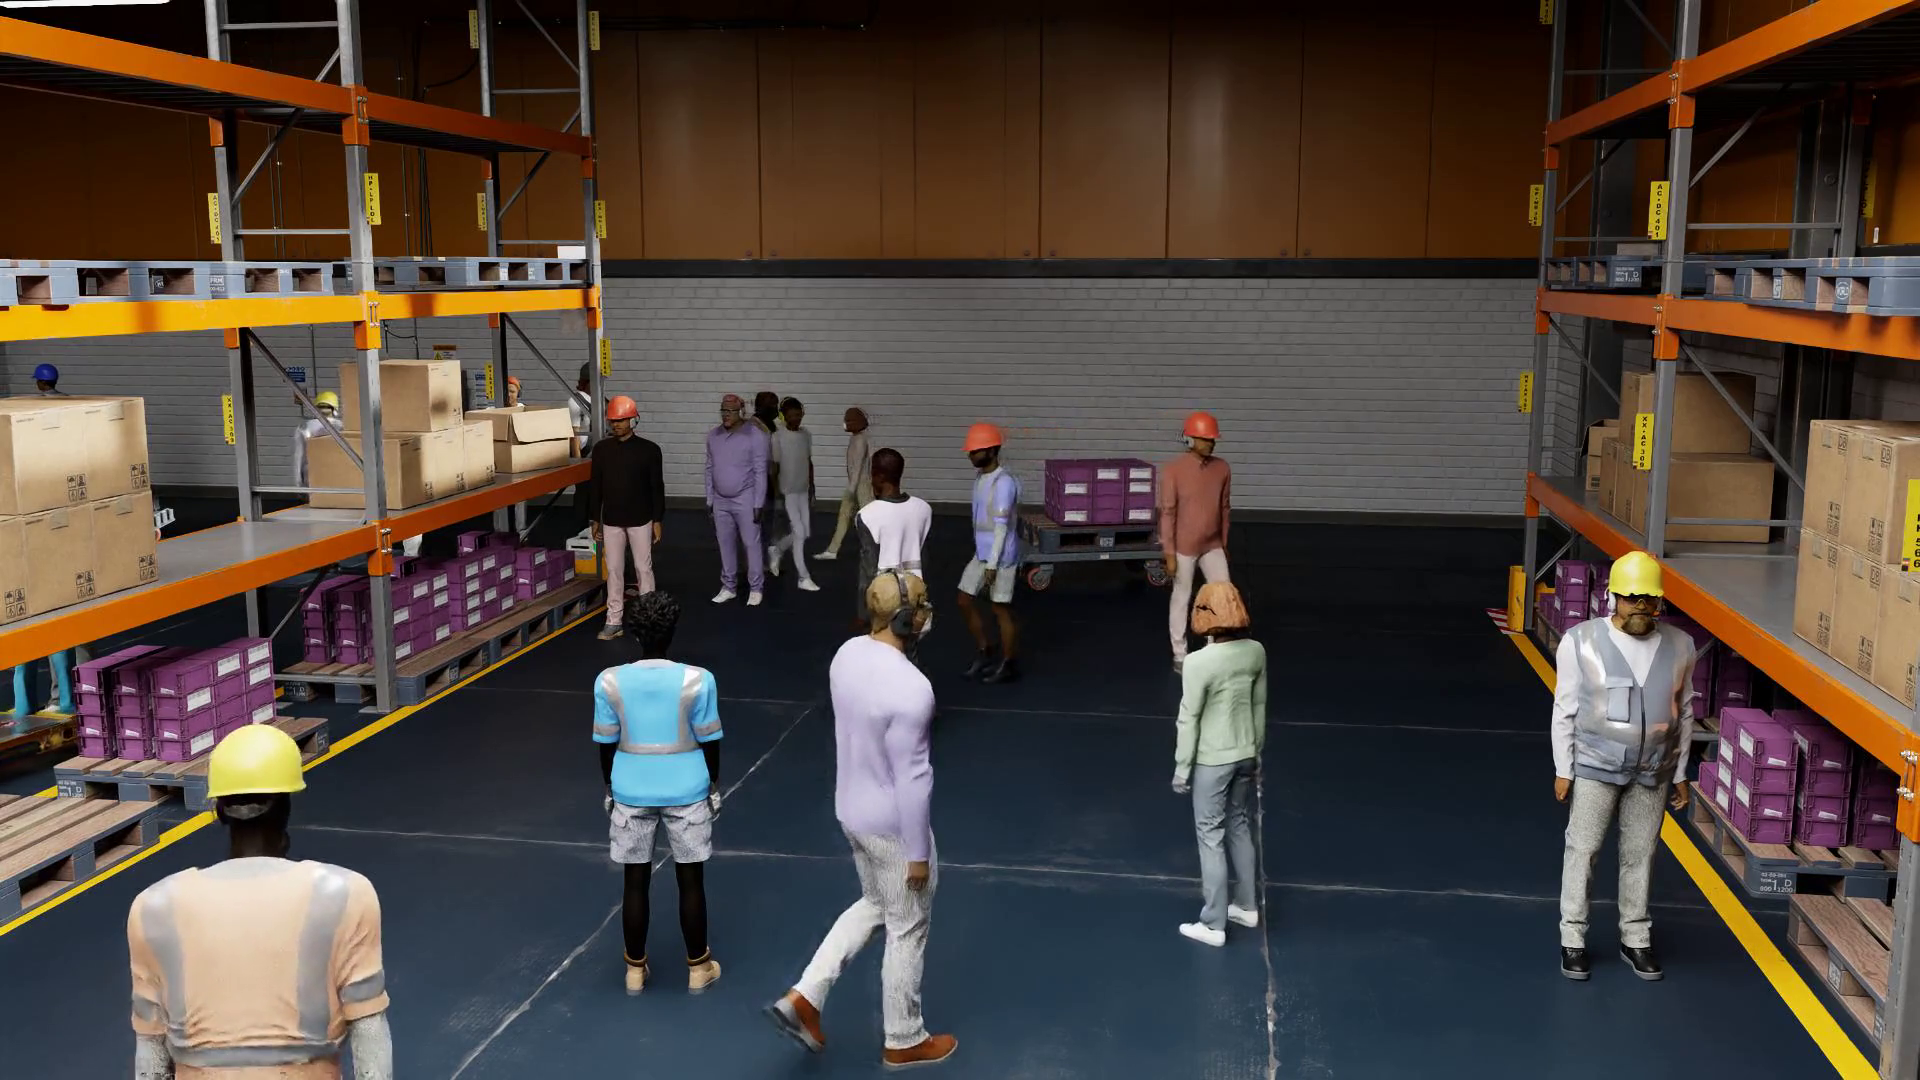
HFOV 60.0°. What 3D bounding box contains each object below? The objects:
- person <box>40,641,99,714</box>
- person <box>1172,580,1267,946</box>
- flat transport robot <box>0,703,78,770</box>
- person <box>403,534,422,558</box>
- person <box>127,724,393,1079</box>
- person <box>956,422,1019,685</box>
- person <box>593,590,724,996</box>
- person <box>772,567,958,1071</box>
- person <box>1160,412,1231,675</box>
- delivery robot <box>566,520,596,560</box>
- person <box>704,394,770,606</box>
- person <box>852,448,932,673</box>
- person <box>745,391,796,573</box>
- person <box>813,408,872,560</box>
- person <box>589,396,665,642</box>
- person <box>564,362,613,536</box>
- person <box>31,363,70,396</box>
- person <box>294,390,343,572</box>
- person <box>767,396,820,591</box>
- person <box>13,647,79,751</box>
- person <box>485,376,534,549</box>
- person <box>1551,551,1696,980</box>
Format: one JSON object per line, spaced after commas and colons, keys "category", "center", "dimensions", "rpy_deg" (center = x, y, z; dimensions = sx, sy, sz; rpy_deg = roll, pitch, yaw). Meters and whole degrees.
{"category": "person", "center": [-5.941, 0.269, 10.939], "dimensions": [0.591, 1.925, 0.385], "rpy_deg": [4, 10, 23]}
{"category": "person", "center": [1.158, 0.987, 7.435], "dimensions": [0.506, 1.625, 0.292], "rpy_deg": [-8, 12, -40]}
{"category": "flat transport robot", "center": [-5.917, 1.253, 9.963], "dimensions": [0.652, 0.197, 1.431], "rpy_deg": [3, 10, 18]}
{"category": "person", "center": [-5.470, -0.561, 16.317], "dimensions": [0.429, 1.842, 0.634], "rpy_deg": [-4, 10, -22]}
{"category": "person", "center": [-1.682, 1.418, 3.985], "dimensions": [0.598, 1.895, 0.735], "rpy_deg": [-1, 9, -7]}
{"category": "person", "center": [0.190, 0.114, 11.938], "dimensions": [0.562, 1.912, 0.568], "rpy_deg": [-4, 10, -25]}
{"category": "person", "center": [-1.231, 1.047, 6.856], "dimensions": [0.532, 1.695, 0.319], "rpy_deg": [0, 9, 1]}
{"category": "person", "center": [-0.329, 1.051, 6.117], "dimensions": [0.601, 1.925, 0.639], "rpy_deg": [-5, 11, -30]}
{"category": "person", "center": [1.765, 0.062, 12.056], "dimensions": [0.659, 1.972, 0.706], "rpy_deg": [-4, 10, -25]}
{"category": "delivery robot", "center": [-3.565, 0.044, 16.256], "dimensions": [0.477, 0.478, 0.707], "rpy_deg": [2, 9, 11]}
{"category": "person", "center": [-2.015, -0.355, 14.874], "dimensions": [0.645, 1.900, 0.398], "rpy_deg": [4, 10, 24]}
{"category": "person", "center": [-0.410, 0.391, 10.214], "dimensions": [0.378, 1.916, 0.598], "rpy_deg": [8, 12, 41]}
{"category": "person", "center": [-1.867, -0.554, 16.353], "dimensions": [0.637, 1.815, 0.628], "rpy_deg": [3, 10, 20]}
{"category": "person", "center": [-1.072, -0.568, 17.145], "dimensions": [0.835, 1.587, 0.513], "rpy_deg": [-2, 9, -14]}
{"category": "person", "center": [-2.695, -0.169, 13.431], "dimensions": [0.622, 1.993, 0.384], "rpy_deg": [2, 9, 10]}
{"category": "person", "center": [-3.857, -0.883, 17.693], "dimensions": [0.536, 2.000, 0.675], "rpy_deg": [4, 10, 24]}
{"category": "person", "center": [-10.237, -1.018, 18.804], "dimensions": [0.380, 1.951, 0.605], "rpy_deg": [1, 9, 7]}
{"category": "person", "center": [-6.340, -0.607, 16.737], "dimensions": [0.608, 1.797, 0.806], "rpy_deg": [-2, 9, -13]}
{"category": "person", "center": [-1.609, -0.448, 15.669], "dimensions": [0.719, 1.834, 0.533], "rpy_deg": [8, 12, 41]}
{"category": "person", "center": [-5.719, 0.405, 10.347], "dimensions": [0.566, 1.846, 0.389], "rpy_deg": [-3, 10, -20]}
{"category": "person", "center": [-4.749, -0.796, 17.646], "dimensions": [0.575, 1.882, 0.360], "rpy_deg": [-7, 11, -36]}
{"category": "person", "center": [2.798, 0.951, 7.024], "dimensions": [0.588, 1.833, 0.404], "rpy_deg": [0, 9, 1]}
